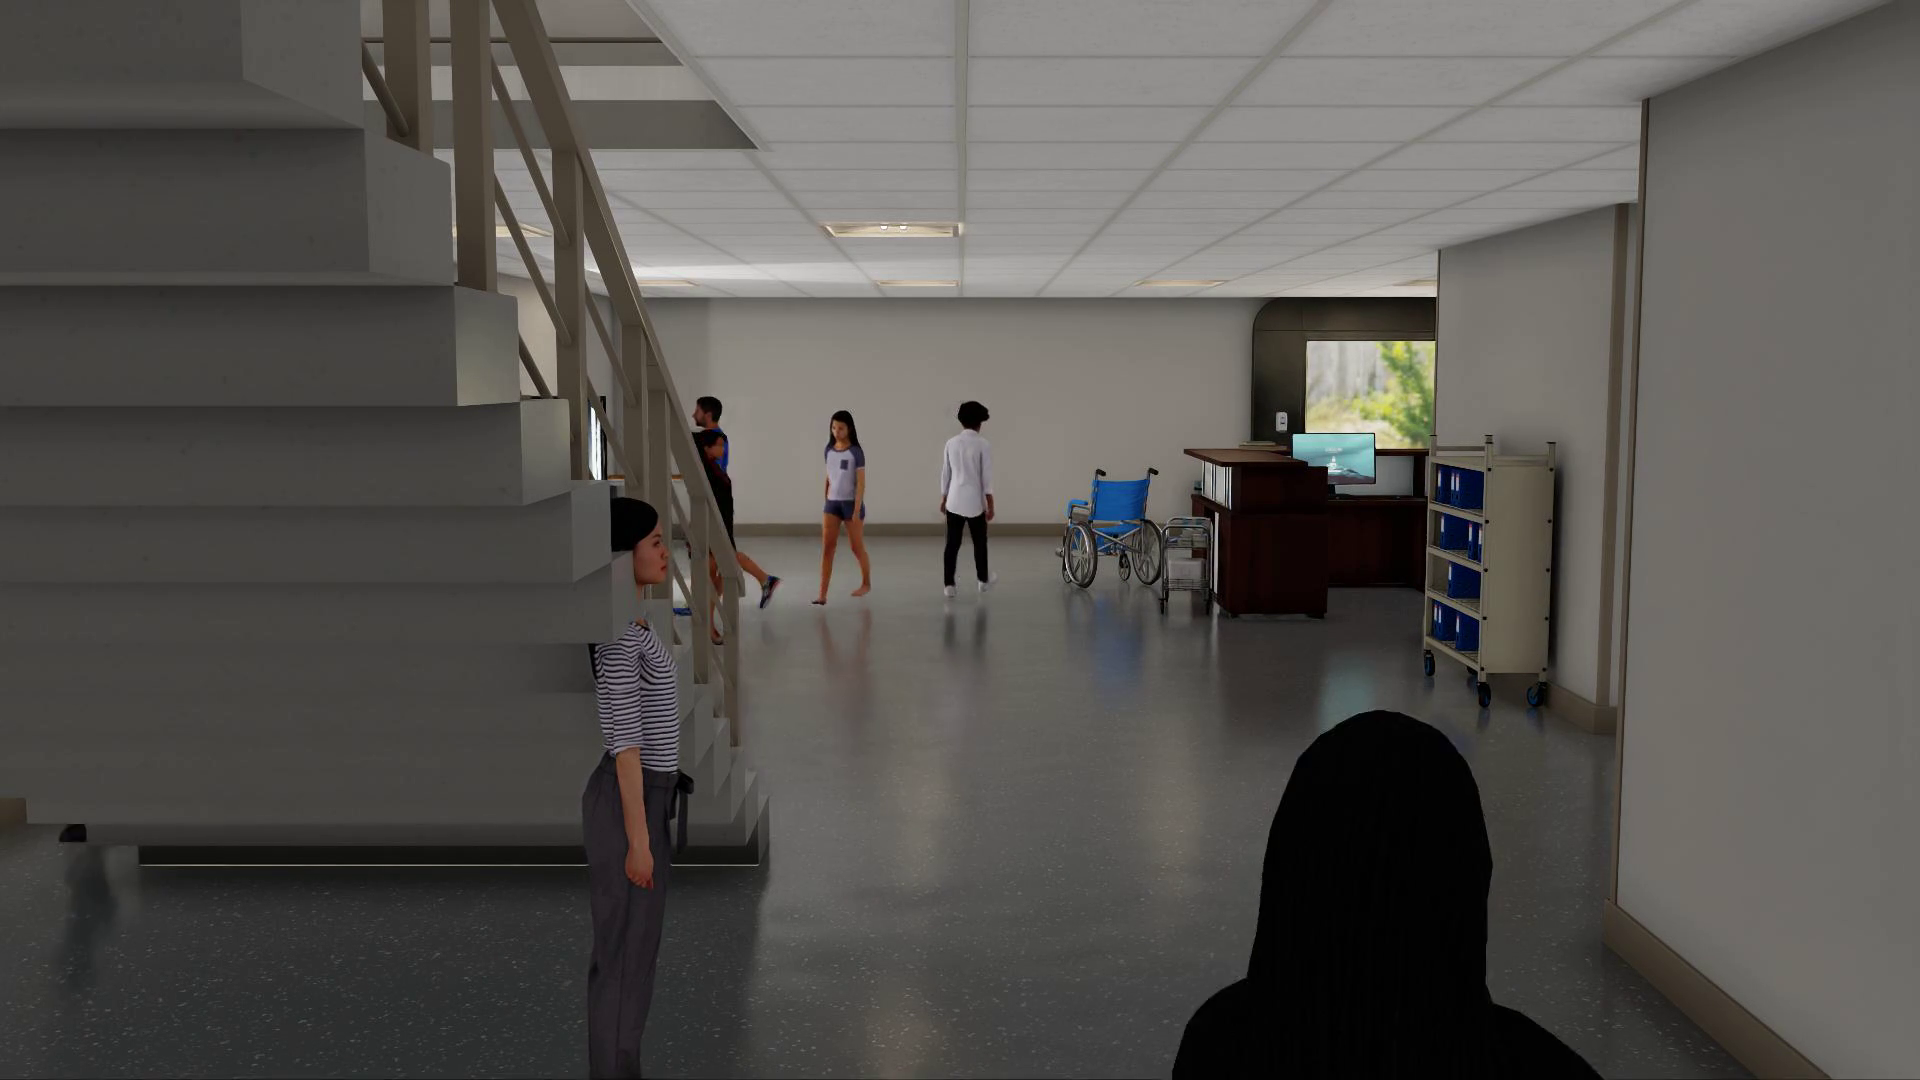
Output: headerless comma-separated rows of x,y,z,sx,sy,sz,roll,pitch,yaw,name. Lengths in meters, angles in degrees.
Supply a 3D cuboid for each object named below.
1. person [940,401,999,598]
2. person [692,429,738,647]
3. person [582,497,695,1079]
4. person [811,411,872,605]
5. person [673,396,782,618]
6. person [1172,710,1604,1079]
0.034,-0.337,15.044,1.003,1.763,1.206,2,6,19,person
-1.937,-0.018,12.527,0.698,1.633,0.578,1,6,8,person
-0.900,0.745,4.450,0.683,1.733,0.505,-1,6,-9,person
-0.965,-0.260,14.699,0.971,1.680,1.236,3,7,28,person
-1.956,-0.258,13.869,0.689,1.842,1.064,0,6,-3,person
0.391,1.040,1.603,0.787,1.715,0.938,2,6,23,person
